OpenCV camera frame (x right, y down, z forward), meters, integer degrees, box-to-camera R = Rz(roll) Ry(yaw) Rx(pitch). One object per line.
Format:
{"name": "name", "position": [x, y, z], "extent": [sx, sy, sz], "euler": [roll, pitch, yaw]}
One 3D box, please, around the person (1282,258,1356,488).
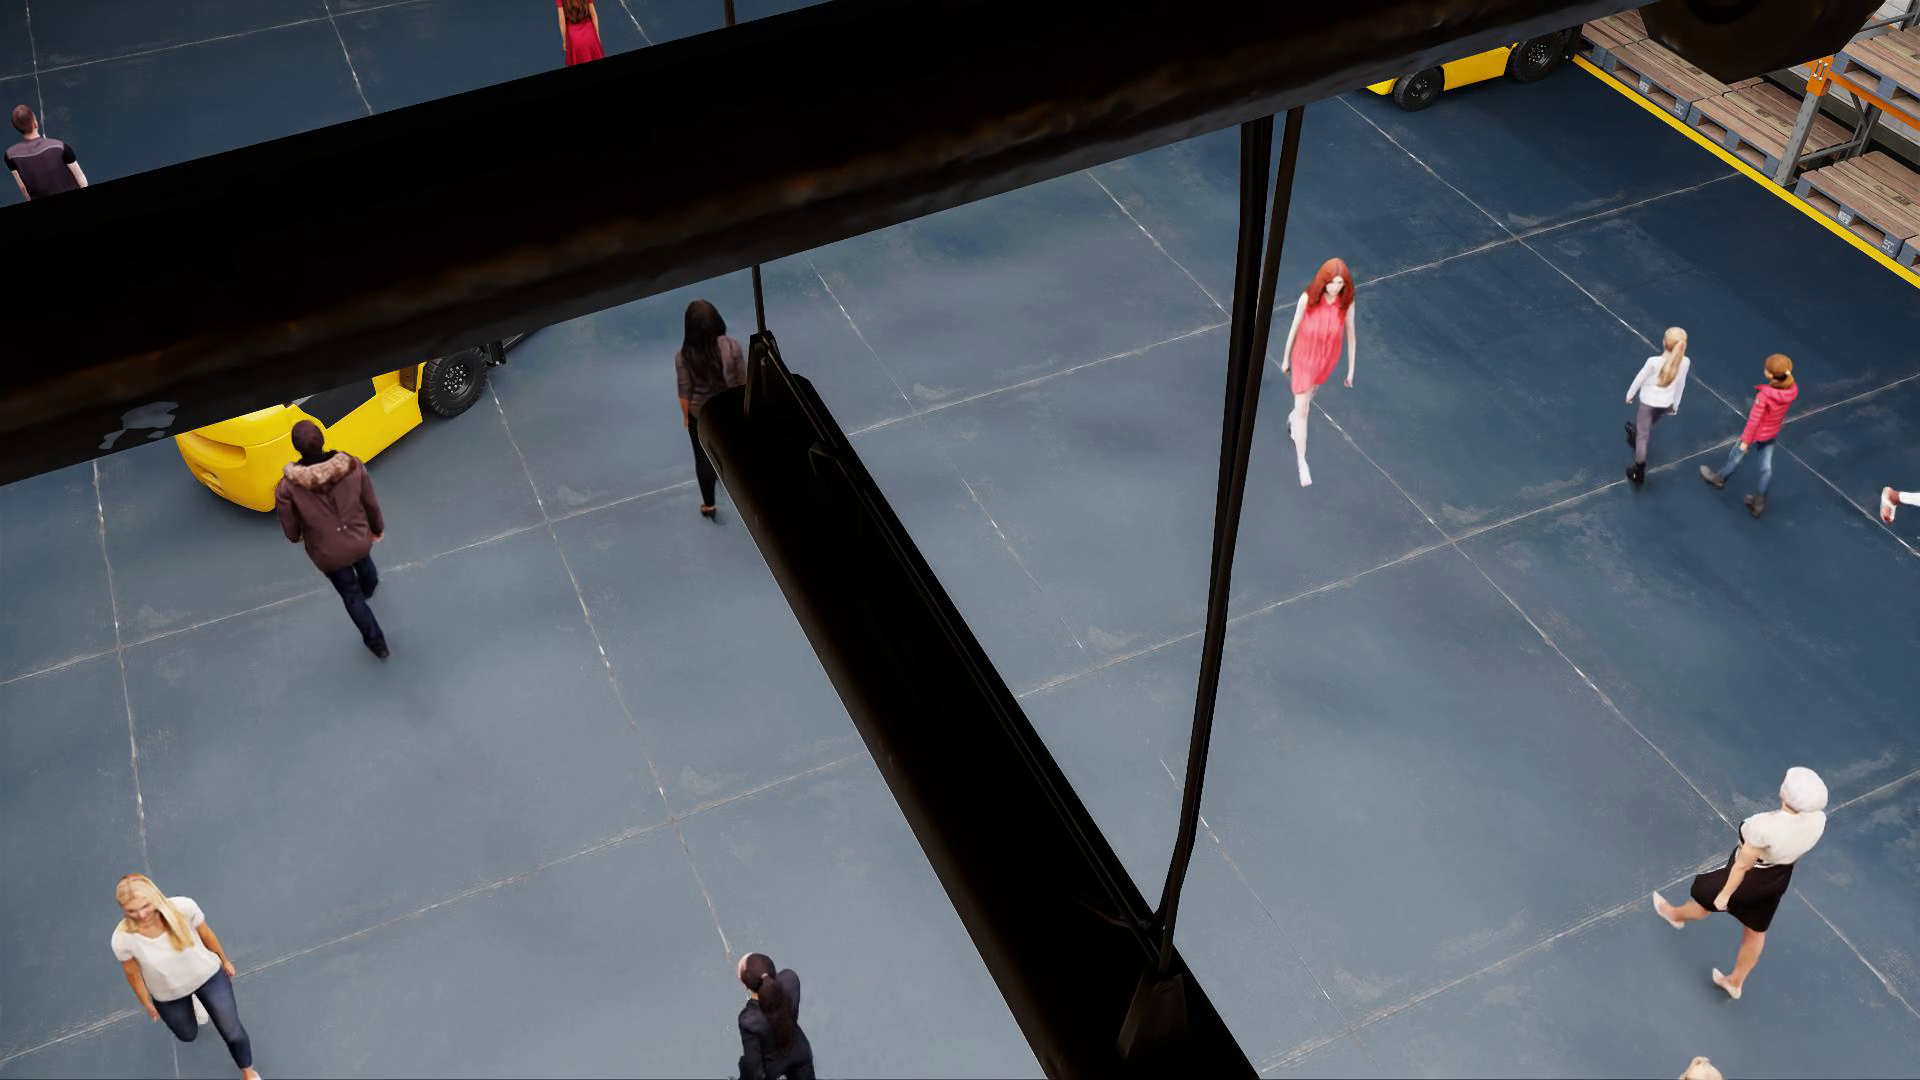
{"name": "person", "position": [2.618, -1.359, 12.344], "extent": [0.931, 1.780, 1.216], "euler": [-1, 44, -2]}

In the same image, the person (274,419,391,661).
{"name": "person", "position": [-4.014, 0.055, 10.844], "extent": [0.899, 1.802, 1.166], "euler": [-28, 50, -26]}

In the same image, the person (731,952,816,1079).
{"name": "person", "position": [-0.841, 2.611, 8.256], "extent": [1.137, 1.671, 0.847], "euler": [33, 52, 30]}

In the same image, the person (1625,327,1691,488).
{"name": "person", "position": [5.166, -0.969, 12.326], "extent": [0.744, 1.240, 0.978], "euler": [0, 44, 0]}

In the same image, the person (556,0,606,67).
{"name": "person", "position": [-3.697, -4.901, 16.226], "extent": [0.548, 1.554, 0.610], "euler": [-15, 46, -15]}

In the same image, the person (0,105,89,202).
{"name": "person", "position": [-7.431, -2.755, 13.764], "extent": [0.712, 1.842, 0.634], "euler": [-11, 45, -12]}

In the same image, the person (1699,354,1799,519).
{"name": "person", "position": [5.827, -0.719, 12.029], "extent": [0.567, 1.288, 0.812], "euler": [-13, 45, -13]}

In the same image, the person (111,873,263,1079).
{"name": "person", "position": [-4.000, 2.235, 8.565], "extent": [0.720, 1.789, 1.086], "euler": [-26, 50, -25]}

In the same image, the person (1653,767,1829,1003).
{"name": "person", "position": [4.319, 1.918, 8.944], "extent": [0.784, 1.726, 1.038], "euler": [-8, 44, -9]}

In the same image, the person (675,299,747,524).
{"name": "person", "position": [-1.724, -0.894, 11.816], "extent": [0.670, 1.834, 0.639], "euler": [-14, 45, -14]}
